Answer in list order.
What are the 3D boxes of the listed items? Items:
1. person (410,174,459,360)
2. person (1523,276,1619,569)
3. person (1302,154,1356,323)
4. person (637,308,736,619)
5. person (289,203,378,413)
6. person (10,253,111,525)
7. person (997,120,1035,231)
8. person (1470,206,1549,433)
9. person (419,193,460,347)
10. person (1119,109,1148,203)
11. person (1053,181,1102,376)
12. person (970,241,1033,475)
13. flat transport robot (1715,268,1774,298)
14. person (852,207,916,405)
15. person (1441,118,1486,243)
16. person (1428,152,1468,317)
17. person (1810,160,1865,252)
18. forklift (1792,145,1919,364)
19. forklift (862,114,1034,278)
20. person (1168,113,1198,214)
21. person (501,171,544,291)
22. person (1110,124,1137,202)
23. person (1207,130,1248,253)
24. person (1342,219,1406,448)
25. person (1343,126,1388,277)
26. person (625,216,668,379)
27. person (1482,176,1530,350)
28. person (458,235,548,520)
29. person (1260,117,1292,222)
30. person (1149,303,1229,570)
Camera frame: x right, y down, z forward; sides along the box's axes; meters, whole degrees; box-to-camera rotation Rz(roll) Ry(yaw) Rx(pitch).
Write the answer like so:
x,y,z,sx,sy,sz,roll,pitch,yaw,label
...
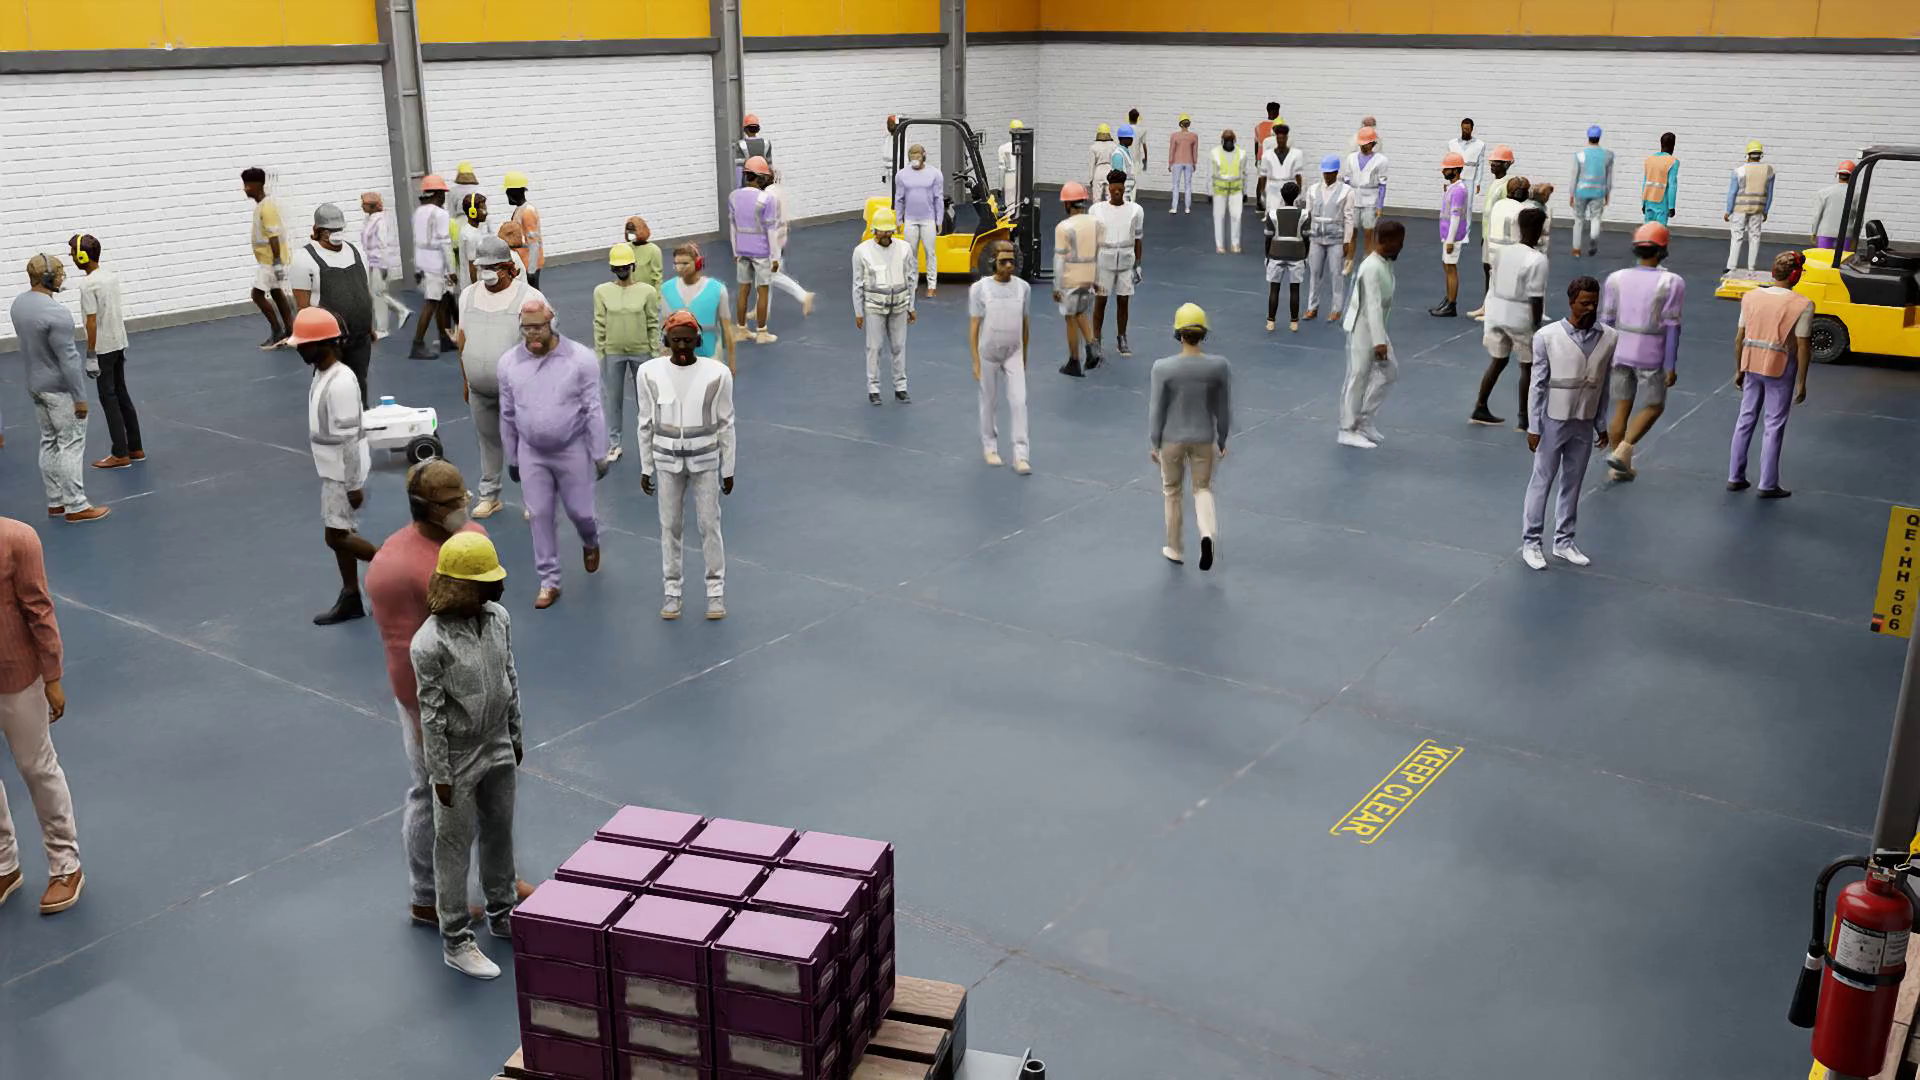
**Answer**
x,y,z,sx,sy,sz,roll,pitch,yaw,label
-5.594,-2.864,17.475,0.709,1.899,0.564,-16,24,-40,person
3.965,-0.770,10.864,0.591,1.919,0.392,-5,18,-14,person
4.288,-3.516,19.425,0.596,1.939,0.414,12,21,33,person
-1.620,-0.444,9.911,0.575,1.880,0.359,0,18,-1,person
-5.119,-1.772,13.798,0.536,2.000,0.683,13,22,36,person
-6.381,-1.059,11.760,0.635,1.928,0.381,12,21,33,person
0.851,-5.445,25.471,0.596,1.925,0.372,-5,19,-17,person
4.810,-1.909,14.398,0.418,1.950,0.669,-8,20,-25,person
-5.679,-2.944,18.072,0.501,1.666,0.678,13,22,36,person
3.095,-6.790,29.849,0.548,1.819,0.968,3,18,9,person
1.143,-2.575,16.485,0.554,1.925,0.415,-12,21,-34,person
0.335,-1.411,13.016,0.505,1.817,0.825,-4,18,-11,person
10.232,-3.317,21.491,0.652,0.197,1.431,11,21,30,flat transport robot
-0.693,-2.153,15.352,0.601,1.819,0.403,-7,19,-21,person
7.872,-5.620,26.033,0.590,1.919,0.391,8,19,24,person
5.818,-3.629,19.789,0.388,1.930,0.544,3,18,10,person
10.938,-3.848,20.756,0.574,1.749,0.337,9,20,26,person
9.803,-2.879,17.013,2.313,2.155,1.214,12,21,33,forklift
-0.171,-4.594,22.377,2.313,2.155,1.214,1,18,3,forklift
3.986,-6.728,29.768,0.531,1.755,0.343,-3,18,-9,person
-4.592,-2.918,17.567,0.381,1.924,0.594,-7,19,-22,person
2.367,-5.056,24.220,0.389,1.948,0.607,5,18,15,person
3.996,-5.175,24.823,0.639,1.821,0.633,0,18,-1,person
3.426,-1.695,13.818,0.498,1.892,0.700,10,20,28,person
5.453,-4.568,22.556,0.605,2.034,0.392,13,22,34,person
-3.108,-2.369,16.344,0.500,1.623,0.304,9,20,26,person
5.907,-2.977,17.892,0.430,1.843,0.625,-4,18,-12,person
-3.256,-1.141,11.824,0.674,2.000,0.535,2,18,7,person
5.423,-6.352,28.571,0.535,1.767,0.317,-2,18,-7,person
1.484,-0.649,10.744,0.538,1.747,0.616,-2,18,-7,person
